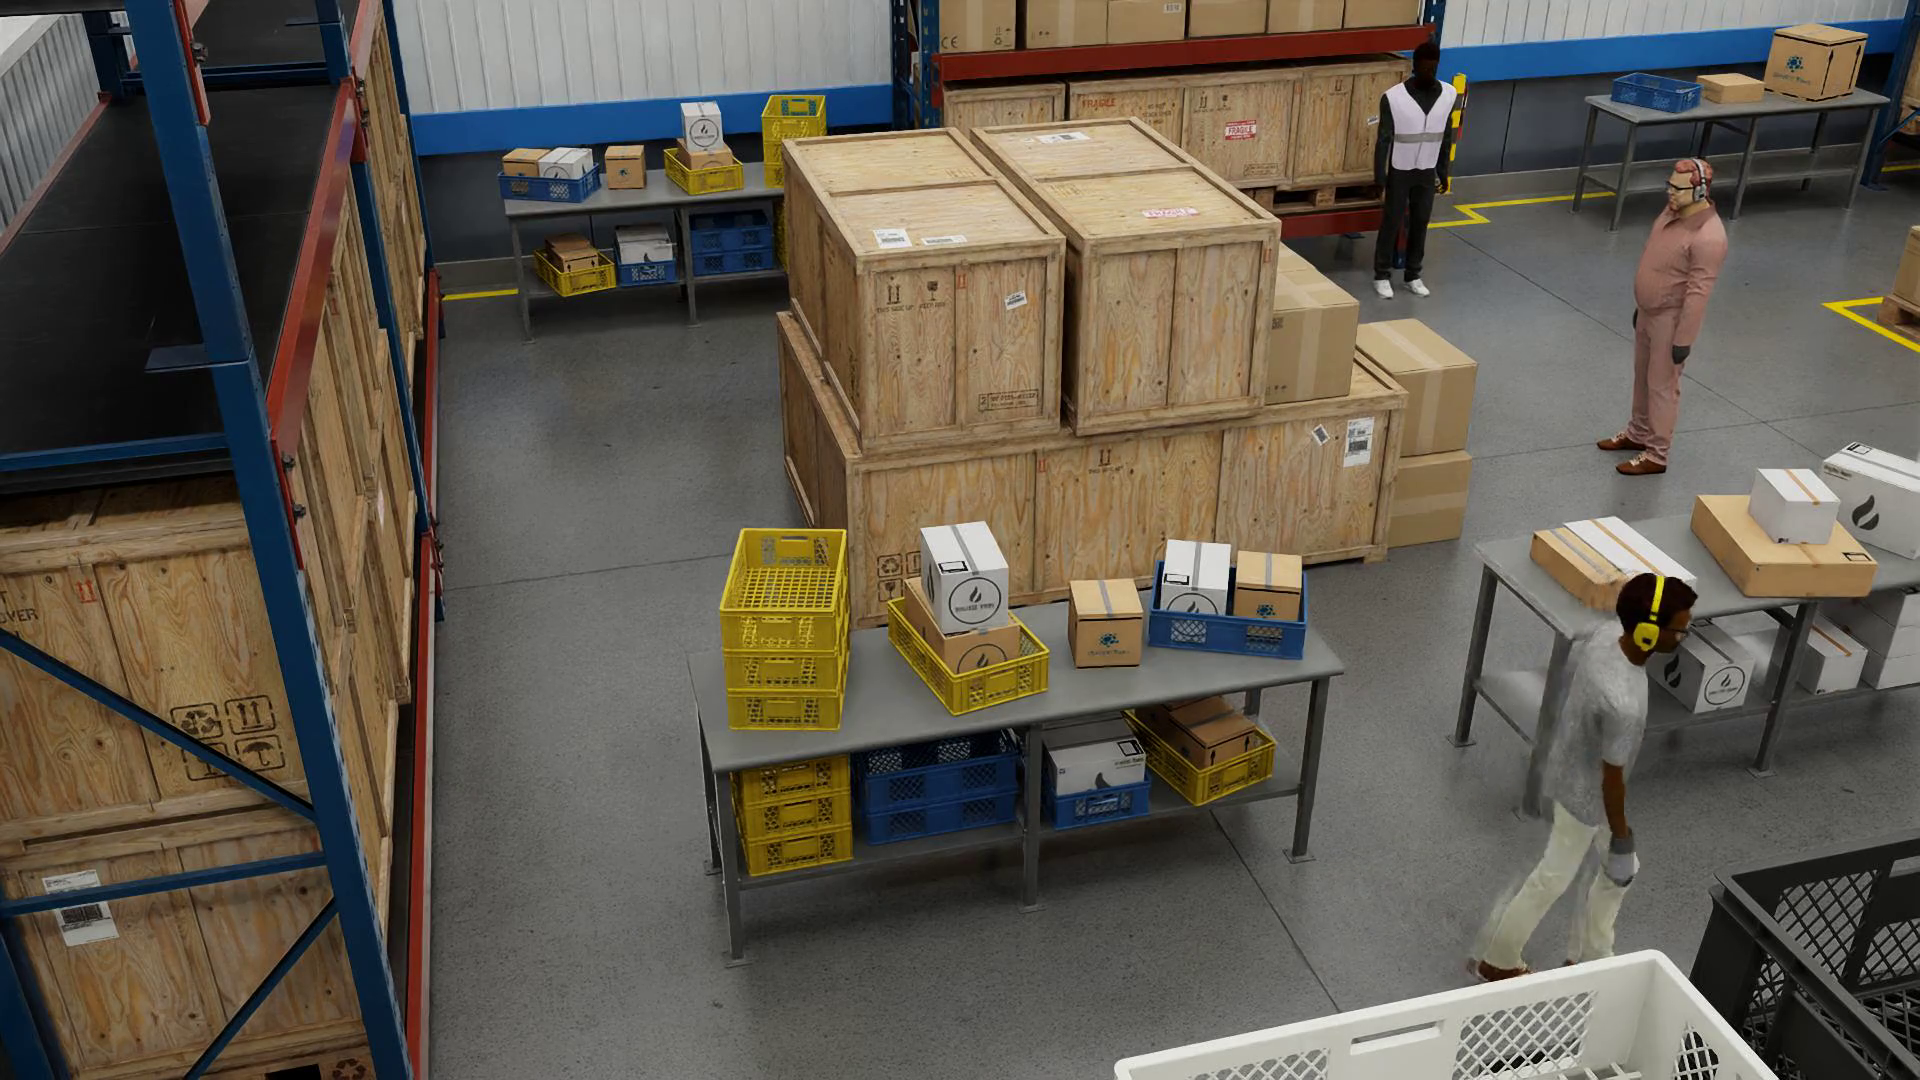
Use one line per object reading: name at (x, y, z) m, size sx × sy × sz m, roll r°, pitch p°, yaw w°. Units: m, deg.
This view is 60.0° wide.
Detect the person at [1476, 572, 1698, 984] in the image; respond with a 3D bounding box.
person at (2.302, 0.920, 5.799) m, size 0.785 × 1.836 × 0.548 m, roll 8°, pitch 30°, yaw 15°

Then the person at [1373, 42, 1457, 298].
person at (3.355, -2.755, 12.408) m, size 0.600 × 1.907 × 0.398 m, roll -7°, pitch 30°, yaw -12°

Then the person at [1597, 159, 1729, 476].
person at (4.141, -1.304, 9.788) m, size 0.400 × 1.900 × 0.648 m, roll 0°, pitch 29°, yaw -1°
